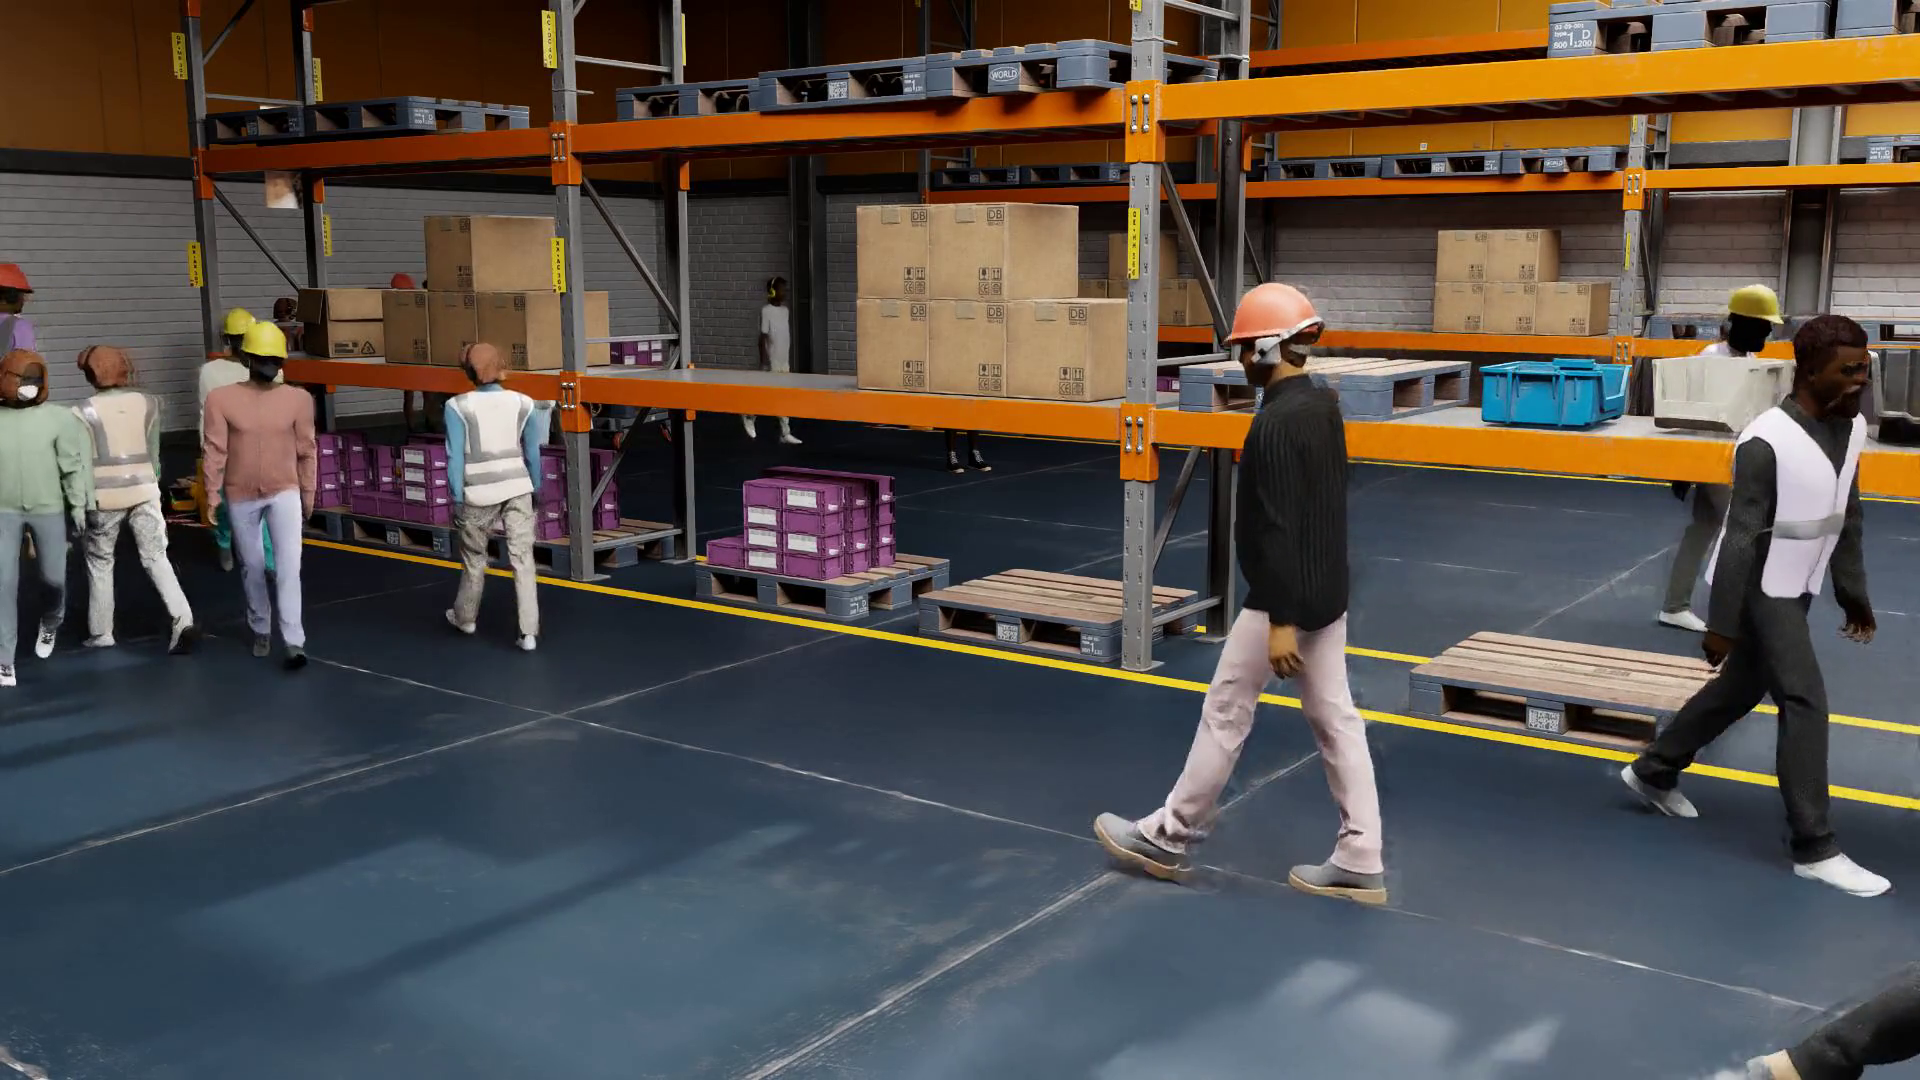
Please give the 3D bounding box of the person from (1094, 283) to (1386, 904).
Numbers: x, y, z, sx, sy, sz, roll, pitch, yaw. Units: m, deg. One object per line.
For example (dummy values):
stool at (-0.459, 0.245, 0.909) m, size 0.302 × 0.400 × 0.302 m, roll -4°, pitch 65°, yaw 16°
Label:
person at (0.937, 0.169, 5.309) m, size 0.995 × 1.942 × 0.651 m, roll 6°, pitch 11°, yaw 31°

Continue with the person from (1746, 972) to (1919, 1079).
person at (2.079, 0.572, 3.350) m, size 0.792 × 1.816 × 0.518 m, roll 7°, pitch 12°, yaw 36°

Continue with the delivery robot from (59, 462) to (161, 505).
delivery robot at (-6.700, -0.489, 13.092) m, size 0.477 × 0.478 × 0.707 m, roll 8°, pitch 13°, yaw 42°

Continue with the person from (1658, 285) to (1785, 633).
person at (4.160, -0.401, 8.859) m, size 0.601 × 1.885 × 0.831 m, roll -9°, pitch 13°, yaw -44°

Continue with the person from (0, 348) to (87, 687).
person at (-4.599, -0.137, 8.140) m, size 0.577 × 1.610 × 0.648 m, roll -6°, pitch 11°, yaw -32°

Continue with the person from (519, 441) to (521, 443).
person at (-4.177, -1.518, 15.261) m, size 0.637 × 1.971 × 0.710 m, roll 9°, pitch 13°, yaw 42°

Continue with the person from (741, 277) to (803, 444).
person at (-2.078, -1.989, 18.459) m, size 0.651 × 1.854 × 0.516 m, roll 5°, pitch 11°, yaw 26°

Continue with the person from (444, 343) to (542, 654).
person at (-2.461, -0.229, 8.718) m, size 0.551 × 1.589 × 0.850 m, roll -7°, pitch 12°, yaw -36°

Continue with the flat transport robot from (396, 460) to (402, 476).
flat transport robot at (-4.868, -0.603, 14.891) m, size 1.431 × 0.197 × 0.652 m, roll -9°, pitch 13°, yaw -43°

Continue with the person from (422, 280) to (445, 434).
person at (-5.083, -1.639, 16.360) m, size 0.409 × 1.850 × 0.504 m, roll 1°, pitch 10°, yaw 4°

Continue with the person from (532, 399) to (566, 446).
person at (-3.094, -1.024, 12.605) m, size 0.583 × 1.882 × 0.350 m, roll -6°, pitch 11°, yaw -30°

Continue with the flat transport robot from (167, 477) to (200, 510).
flat transport robot at (-5.909, -0.438, 13.908) m, size 1.431 × 0.197 × 0.652 m, roll -8°, pitch 12°, yaw -38°

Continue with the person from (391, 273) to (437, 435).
person at (-5.994, -1.961, 18.157) m, size 0.563 × 1.890 × 0.541 m, roll -6°, pitch 11°, yaw -32°

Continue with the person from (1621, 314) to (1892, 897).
person at (2.654, 0.175, 5.568) m, size 0.641 × 1.866 × 0.969 m, roll -8°, pitch 12°, yaw -38°

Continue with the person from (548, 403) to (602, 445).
person at (-3.175, -1.204, 13.551) m, size 0.542 × 1.927 × 0.374 m, roll -8°, pitch 12°, yaw -40°

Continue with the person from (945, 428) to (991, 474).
person at (0.070, -1.621, 15.917) m, size 0.602 × 1.966 × 0.368 m, roll -6°, pitch 11°, yaw -33°

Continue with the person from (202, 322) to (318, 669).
person at (-3.440, -0.206, 8.226) m, size 0.533 × 1.714 × 0.936 m, roll -4°, pitch 10°, yaw -24°

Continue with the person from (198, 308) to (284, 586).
person at (-4.546, -0.601, 10.534) m, size 0.533 × 1.741 × 0.809 m, roll -7°, pitch 12°, yaw -38°

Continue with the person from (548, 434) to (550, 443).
person at (-4.147, -1.535, 15.869) m, size 0.743 × 1.816 × 0.637 m, roll -1°, pitch 10°, yaw -6°

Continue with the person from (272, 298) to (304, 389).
person at (-7.079, -1.726, 17.518) m, size 0.516 × 1.636 × 0.314 m, roll 3°, pitch 10°, yaw 16°

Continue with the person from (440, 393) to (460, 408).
person at (-5.077, -1.693, 16.517) m, size 0.402 × 1.925 × 0.725 m, roll -6°, pitch 11°, yaw -33°

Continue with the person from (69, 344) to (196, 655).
person at (-4.261, -0.198, 8.526) m, size 0.796 × 1.611 × 0.492 m, roll 7°, pitch 12°, yaw 36°

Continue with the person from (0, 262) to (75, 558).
person at (-6.394, -0.833, 11.090) m, size 0.632 × 2.013 × 0.785 m, roll 5°, pitch 11°, yaw 26°
